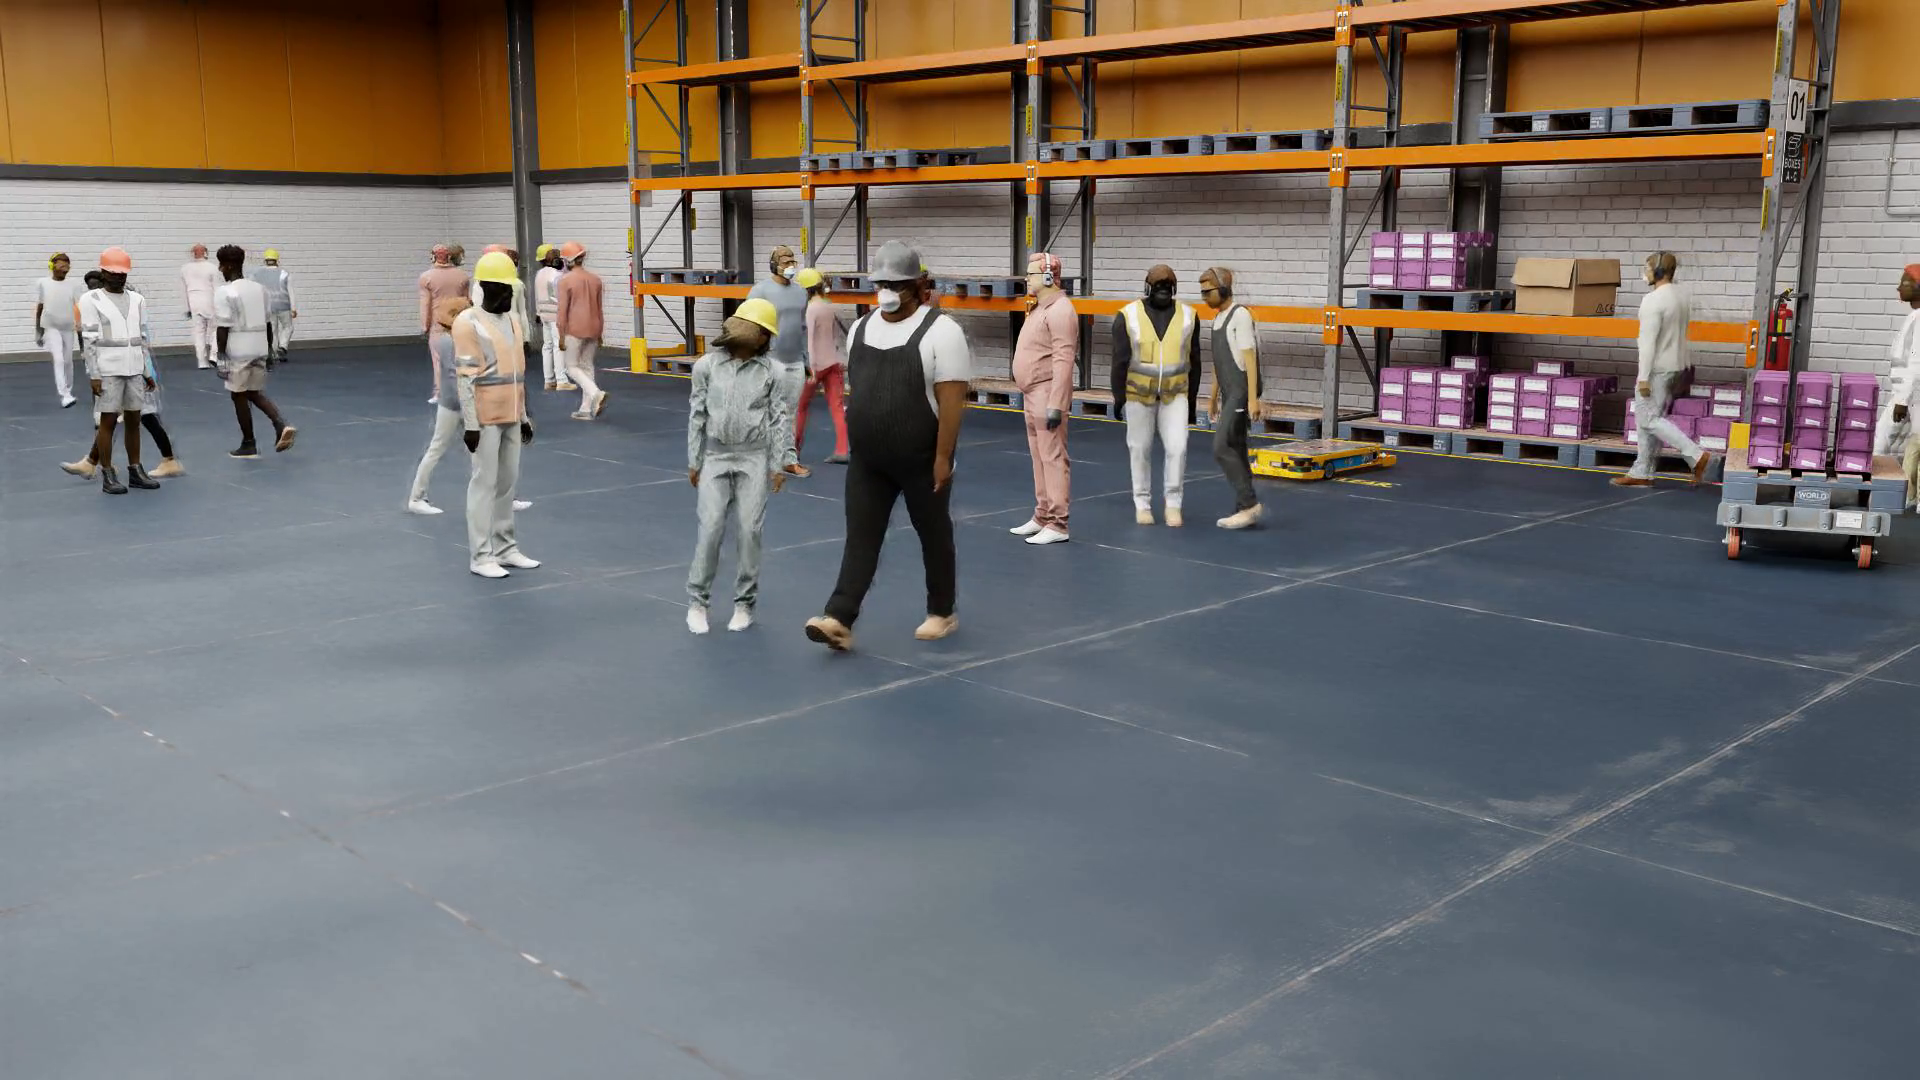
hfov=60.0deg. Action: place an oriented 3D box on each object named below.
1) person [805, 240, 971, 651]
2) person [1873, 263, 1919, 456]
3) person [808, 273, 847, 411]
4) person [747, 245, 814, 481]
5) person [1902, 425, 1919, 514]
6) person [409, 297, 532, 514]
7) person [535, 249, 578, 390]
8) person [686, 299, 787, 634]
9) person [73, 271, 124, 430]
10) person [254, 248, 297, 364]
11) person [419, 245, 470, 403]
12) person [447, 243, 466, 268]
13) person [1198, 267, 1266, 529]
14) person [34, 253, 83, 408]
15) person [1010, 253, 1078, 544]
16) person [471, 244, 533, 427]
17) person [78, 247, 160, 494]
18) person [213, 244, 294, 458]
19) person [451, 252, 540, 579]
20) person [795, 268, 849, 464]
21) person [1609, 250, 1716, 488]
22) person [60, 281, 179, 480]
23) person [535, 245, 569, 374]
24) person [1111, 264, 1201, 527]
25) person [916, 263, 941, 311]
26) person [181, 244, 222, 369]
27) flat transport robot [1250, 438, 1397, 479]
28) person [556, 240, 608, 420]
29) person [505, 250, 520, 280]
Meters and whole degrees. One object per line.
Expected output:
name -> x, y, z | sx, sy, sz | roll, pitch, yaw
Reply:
person -> -0.337, -0.467, 8.092 | 0.697, 2.000, 0.976 | 5, 12, 27
person -> 6.726, -1.029, 11.736 | 0.979, 1.835, 0.596 | 4, 11, 20
person -> -1.647, -2.302, 19.320 | 0.839, 1.593, 0.511 | 4, 11, 22
person -> -1.474, -1.464, 13.806 | 0.371, 1.941, 0.627 | 9, 14, 40
person -> 7.117, -1.007, 12.142 | 0.283, 1.633, 0.501 | 1, 10, 4
person -> -3.629, -0.967, 12.056 | 0.876, 1.583, 0.509 | 0, 10, 1
person -> -5.295, -2.886, 21.824 | 0.636, 1.842, 0.429 | 10, 15, 44
person -> -1.168, -0.374, 8.530 | 0.579, 1.698, 0.376 | -2, 11, -10
person -> -9.045, -2.015, 17.586 | 0.531, 1.649, 0.874 | -5, 11, -24
person -> -10.722, -3.656, 26.068 | 0.612, 1.821, 0.438 | -1, 10, -7
person -> -6.232, -2.600, 20.088 | 0.642, 1.909, 0.410 | -10, 15, -44
person -> -6.263, -2.763, 20.940 | 0.606, 1.913, 0.665 | -6, 12, -29
person -> 1.865, -0.967, 11.467 | 0.480, 1.803, 0.571 | -1, 10, -8
person -> -10.574, -2.454, 19.556 | 0.556, 1.815, 0.995 | -8, 13, -36
person -> 0.547, -0.931, 10.988 | 0.409, 1.907, 0.651 | -2, 11, -12
person -> -4.838, -2.122, 17.431 | 1.081, 1.932, 0.626 | 6, 12, 30
person -> -6.612, -1.335, 13.123 | 0.376, 1.931, 0.542 | 6, 12, 29
person -> -6.425, -1.692, 15.033 | 0.522, 1.944, 0.647 | 4, 11, 18
person -> -2.747, -0.744, 9.917 | 0.387, 1.922, 0.594 | 4, 11, 20
person -> -1.341, -1.535, 14.756 | 0.861, 1.714, 0.556 | 5, 12, 27
person -> 5.593, -1.317, 13.102 | 0.767, 1.917, 0.627 | 10, 14, 43
person -> -6.934, -1.299, 13.662 | 0.886, 1.640, 0.553 | -10, 14, -44
person -> -5.928, -3.380, 24.428 | 0.394, 1.886, 0.663 | 6, 12, 29
person -> 1.362, -0.985, 11.530 | 0.642, 1.821, 0.616 | 0, 10, 0
person -> -0.420, -2.068, 17.600 | 0.370, 1.749, 0.549 | 10, 14, 44
person -> -11.419, -3.529, 25.186 | 0.670, 1.888, 0.477 | 2, 11, 9
flat transport robot -> 3.070, -0.706, 14.224 | 1.431, 0.197, 0.652 | -10, 14, -44
person -> -4.071, -2.264, 18.079 | 0.653, 1.969, 0.644 | 8, 13, 37
person -> -6.789, -3.427, 24.884 | 0.678, 1.810, 0.433 | 9, 14, 40
